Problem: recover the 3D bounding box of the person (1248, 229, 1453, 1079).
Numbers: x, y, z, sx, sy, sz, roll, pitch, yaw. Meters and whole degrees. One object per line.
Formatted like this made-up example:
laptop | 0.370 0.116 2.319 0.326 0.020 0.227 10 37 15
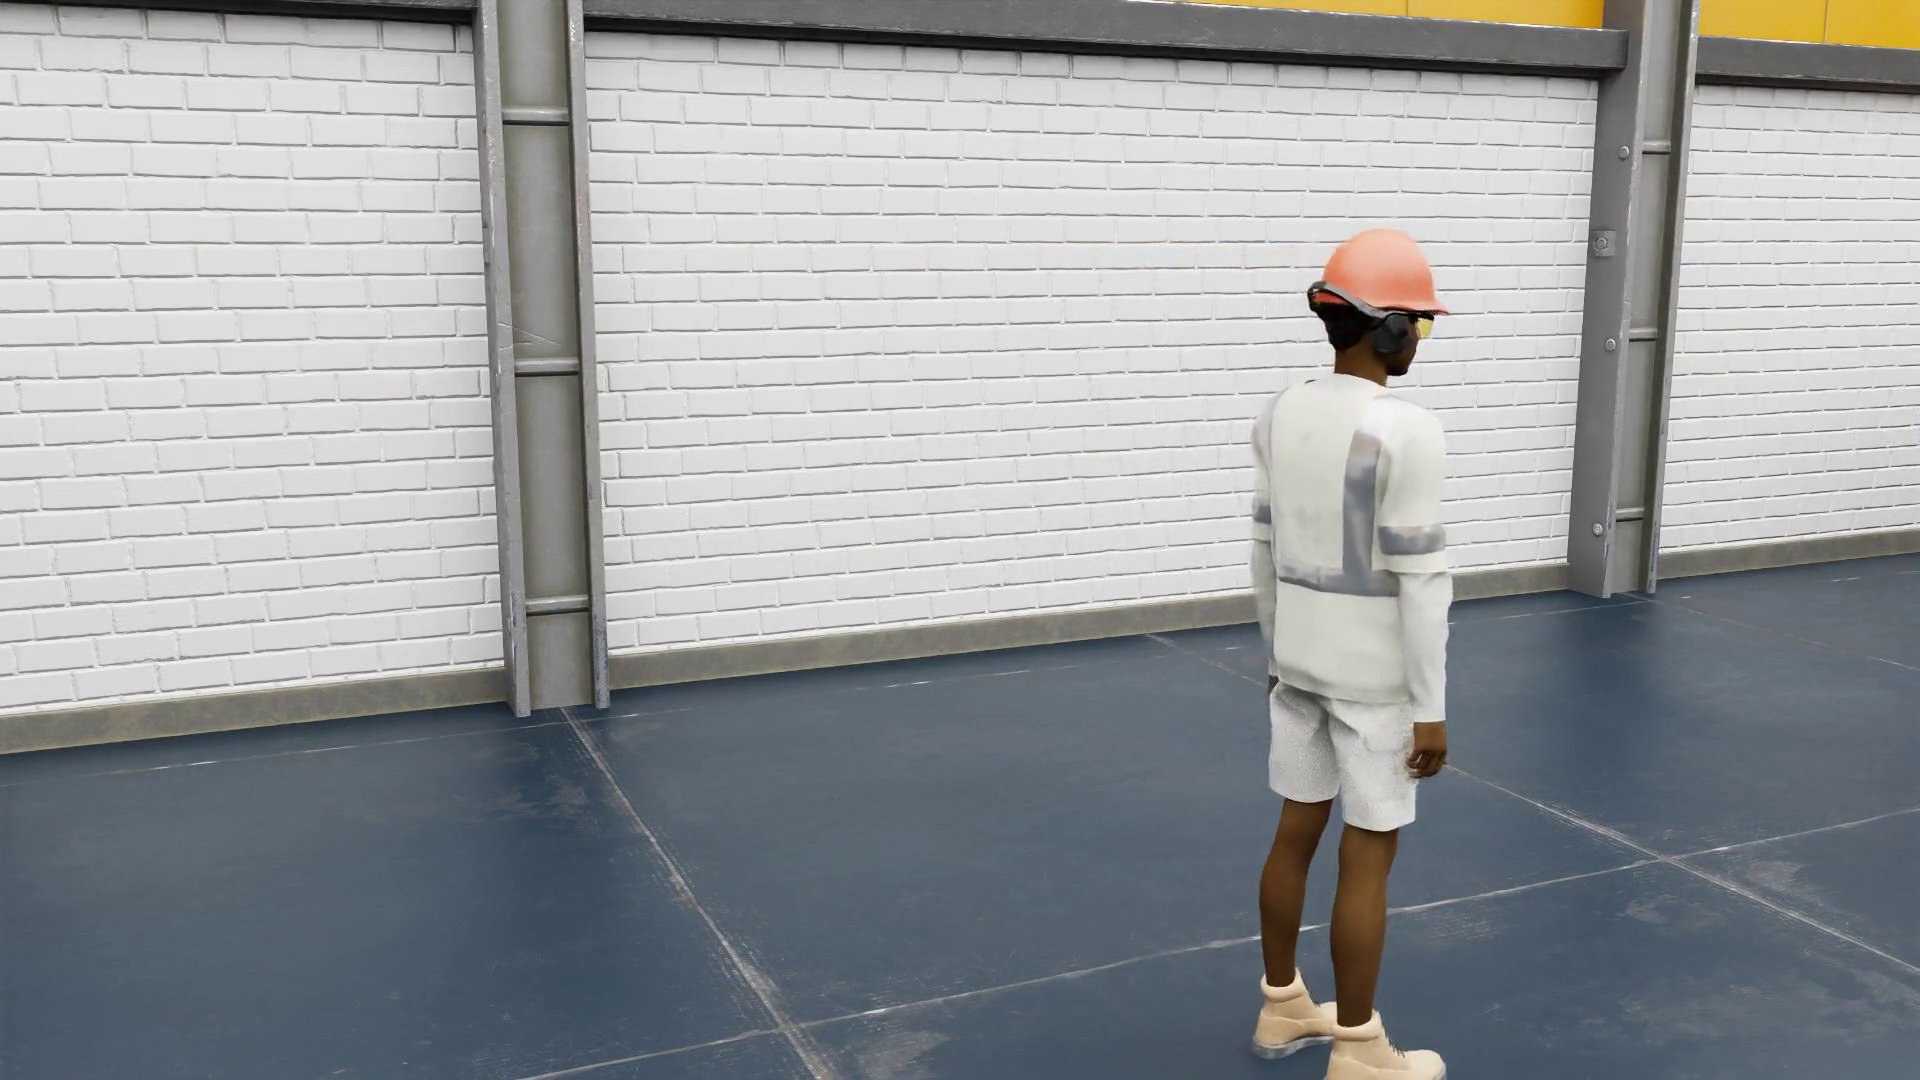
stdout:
person | 0.944 0.300 3.945 0.391 2.040 0.614 -5 12 -27
